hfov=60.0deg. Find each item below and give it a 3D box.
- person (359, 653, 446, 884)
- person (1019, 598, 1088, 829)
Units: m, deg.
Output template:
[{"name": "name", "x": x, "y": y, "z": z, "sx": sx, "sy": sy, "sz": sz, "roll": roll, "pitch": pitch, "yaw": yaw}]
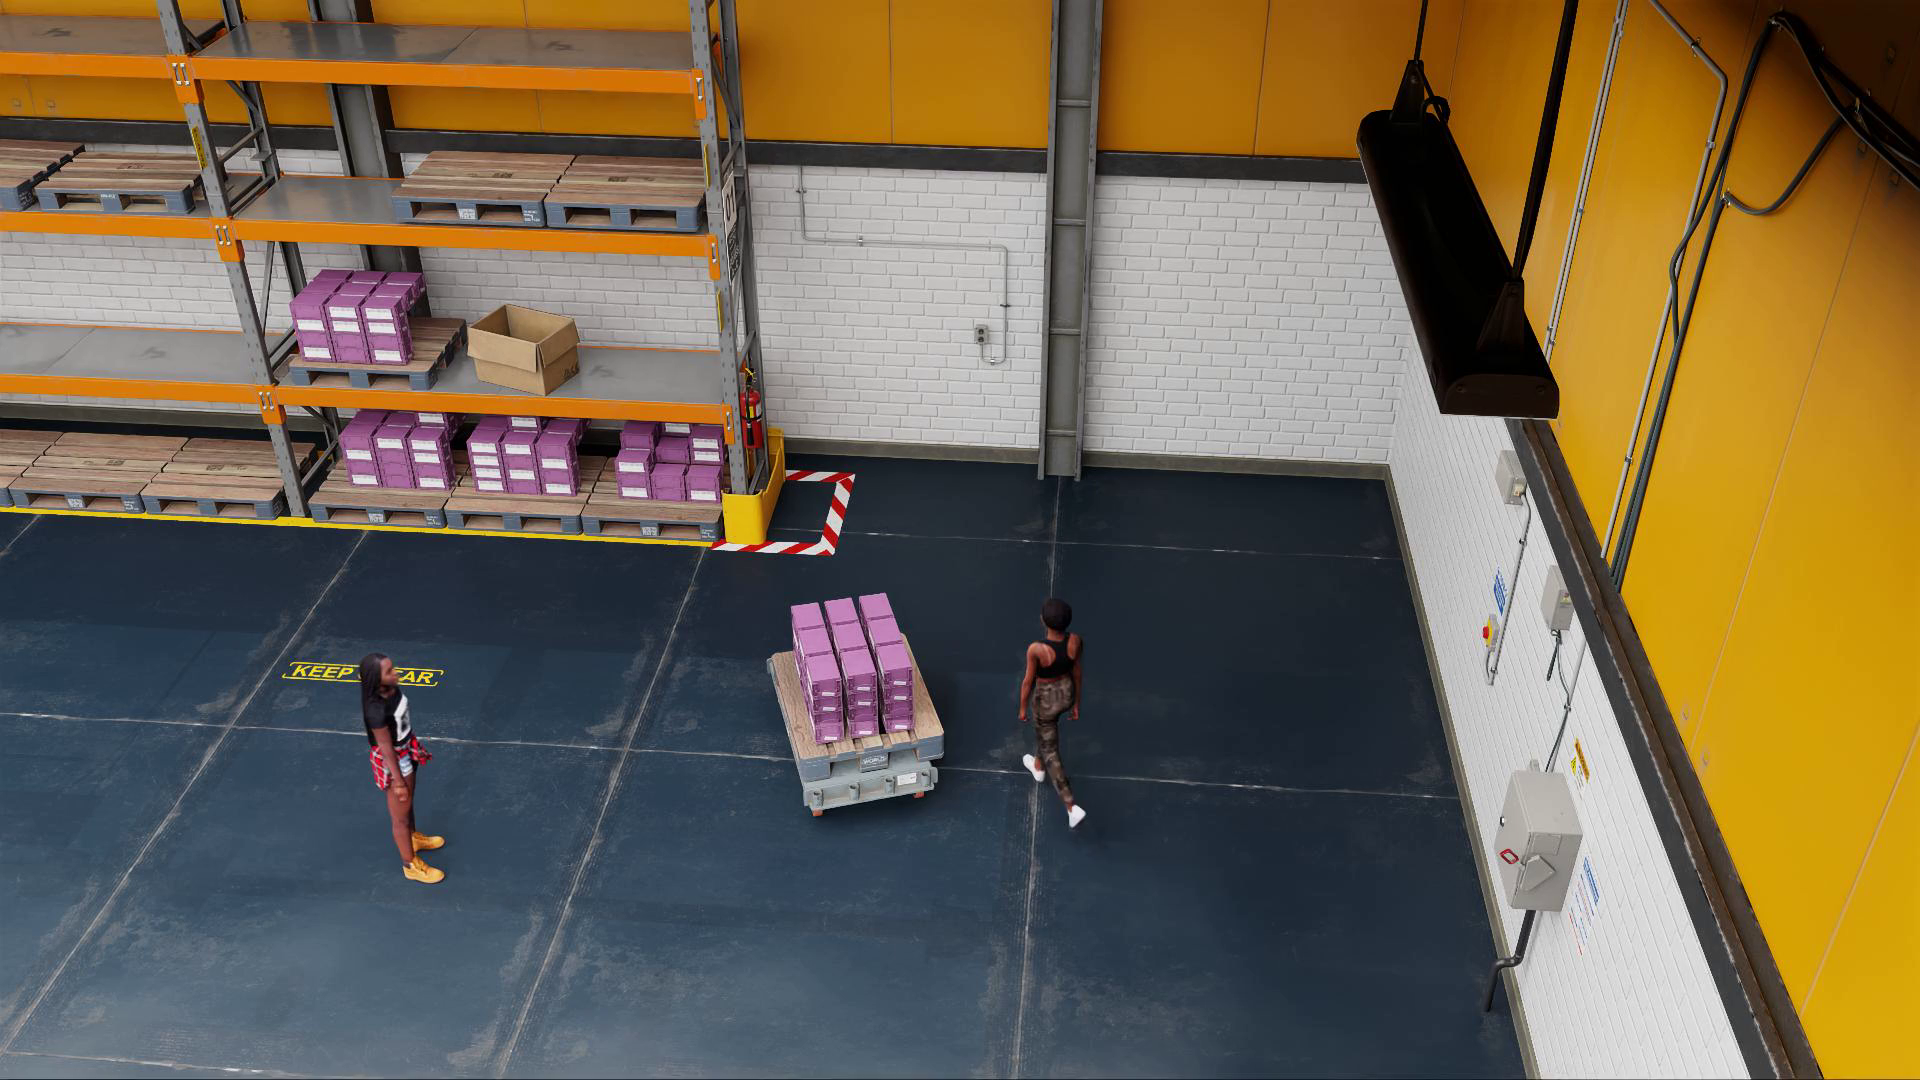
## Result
[{"name": "person", "x": -3.626, "y": 1.437, "z": 10.705, "sx": 0.667, "sy": 1.728, "sz": 0.671, "roll": -5, "pitch": 34, "yaw": -7}, {"name": "person", "x": 0.664, "y": 1.163, "z": 11.171, "sx": 1.162, "sy": 1.667, "sz": 1.008, "roll": -14, "pitch": 36, "yaw": -19}]
